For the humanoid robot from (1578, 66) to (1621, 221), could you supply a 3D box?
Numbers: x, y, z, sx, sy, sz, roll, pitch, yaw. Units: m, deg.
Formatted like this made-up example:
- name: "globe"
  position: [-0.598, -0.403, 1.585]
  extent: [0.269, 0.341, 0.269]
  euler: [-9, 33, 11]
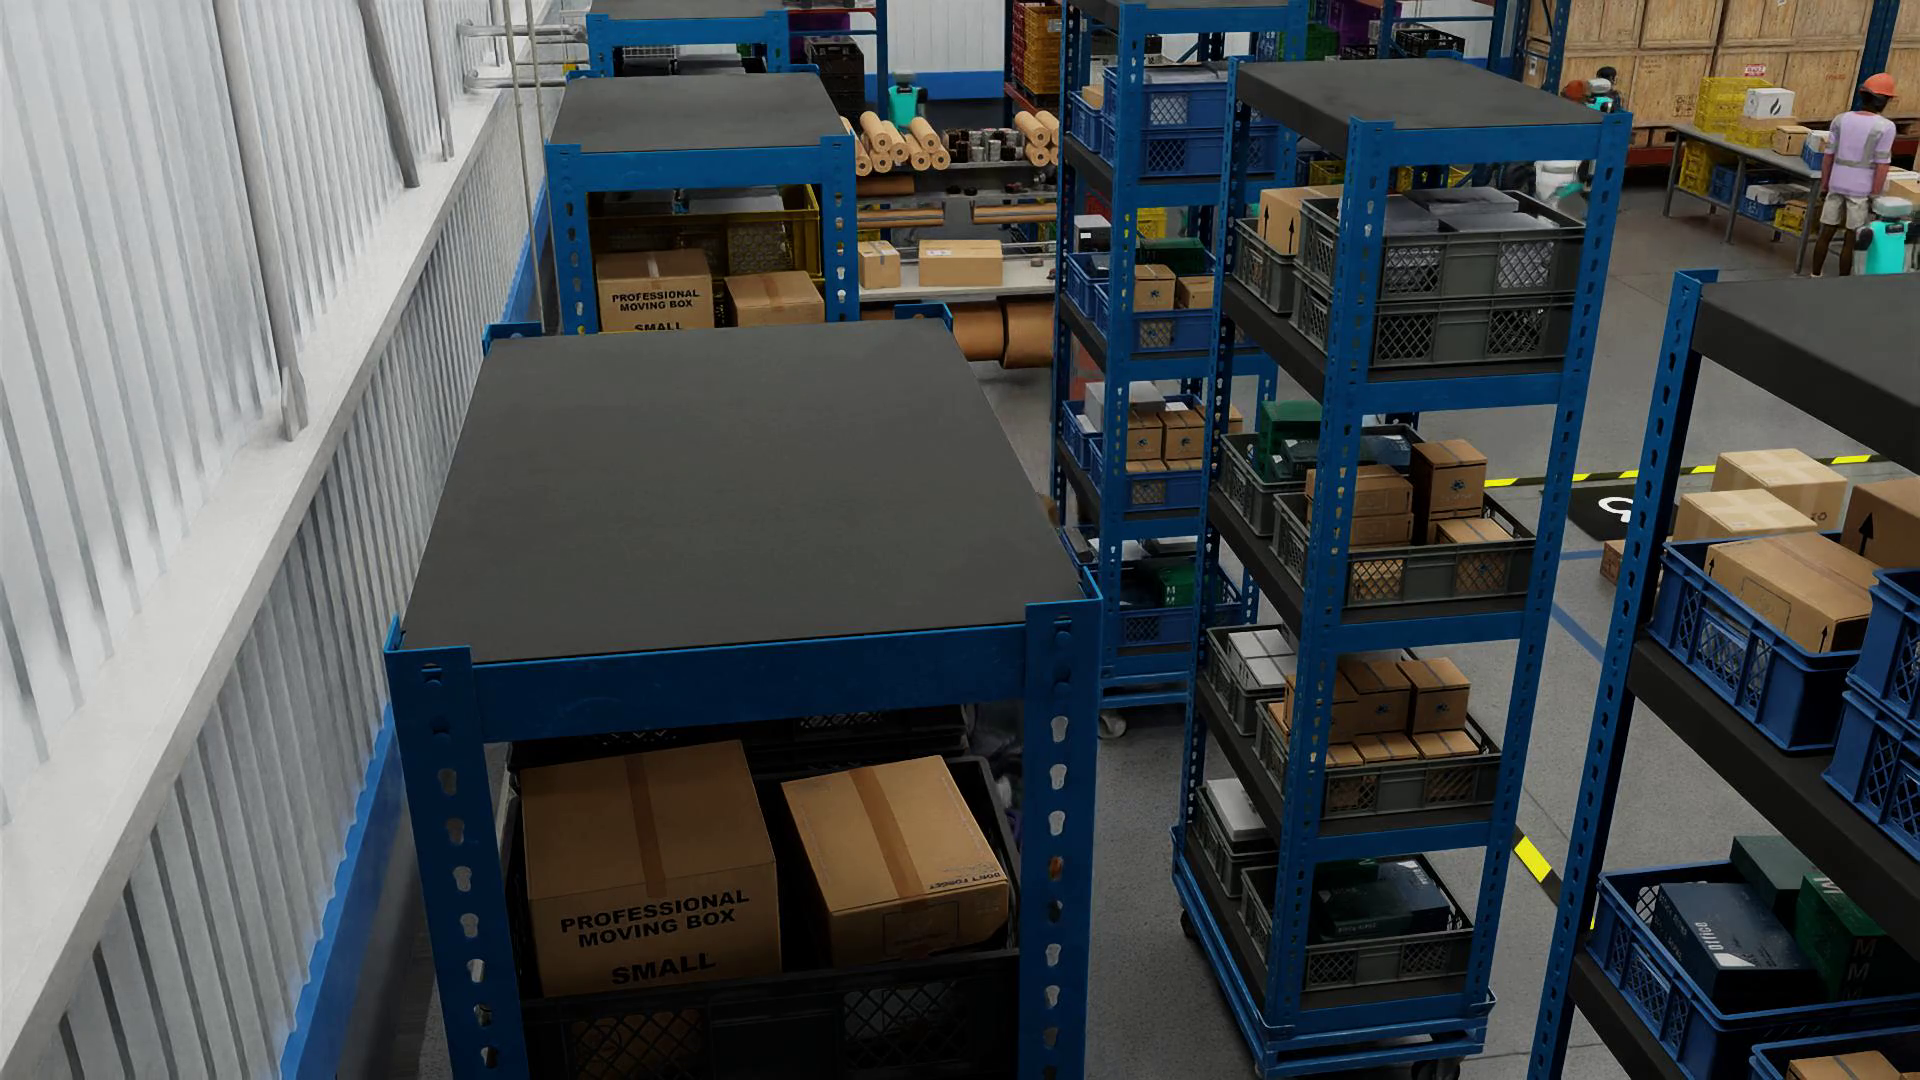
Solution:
- name: "humanoid robot"
  position: [6.873, -4.224, 17.793]
  extent: [0.600, 1.636, 0.352]
  euler: [-19, 31, -35]

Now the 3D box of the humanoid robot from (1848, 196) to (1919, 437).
- name: "humanoid robot"
  position: [6.665, -1.498, 11.804]
  extent: [0.588, 1.755, 0.798]
  euler: [-8, 26, -17]

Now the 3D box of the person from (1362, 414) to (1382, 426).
- name: "person"
  position: [1.820, 0.193, 7.989]
  extent: [0.587, 1.848, 0.396]
  euler: [-2, 25, -4]

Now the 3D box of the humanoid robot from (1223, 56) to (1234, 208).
- name: "humanoid robot"
  position: [2.956, -4.509, 18.407]
  extent: [0.593, 1.653, 0.322]
  euler: [23, 33, 40]

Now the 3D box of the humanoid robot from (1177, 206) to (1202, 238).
- name: "humanoid robot"
  position: [2.296, -3.423, 16.047]
  extent: [0.561, 1.792, 0.938]
  euler: [-10, 27, -21]

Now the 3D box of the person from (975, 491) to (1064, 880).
- name: "person"
  position: [0.101, 0.710, 6.842]
  extent: [0.750, 1.887, 0.640]
  euler: [-20, 32, -37]

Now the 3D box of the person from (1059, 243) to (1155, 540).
- name: "person"
  position: [0.886, -0.870, 10.198]
  extent: [0.643, 1.943, 0.515]
  euler: [5, 25, 10]

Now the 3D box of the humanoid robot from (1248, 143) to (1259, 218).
- name: "humanoid robot"
  position: [2.989, -3.574, 16.449]
  extent: [0.569, 1.897, 0.774]
  euler: [-13, 28, -26]

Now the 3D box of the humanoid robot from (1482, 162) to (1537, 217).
- name: "humanoid robot"
  position: [4.784, -2.788, 14.676]
  extent: [0.344, 1.651, 0.610]
  euler: [-16, 29, -31]

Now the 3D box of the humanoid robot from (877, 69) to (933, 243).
- name: "humanoid robot"
  position: [-0.494, -3.817, 16.842]
  extent: [0.556, 1.766, 0.820]
  euler: [-9, 26, -20]

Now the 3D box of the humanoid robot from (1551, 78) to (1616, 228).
- name: "humanoid robot"
  position: [5.981, -3.686, 16.435]
  extent: [0.728, 1.694, 0.532]
  euler: [-2, 25, -4]

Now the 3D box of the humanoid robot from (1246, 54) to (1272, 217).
- name: "humanoid robot"
  position: [3.181, -4.387, 18.053]
  extent: [0.678, 1.770, 0.531]
  euler: [-14, 28, -28]

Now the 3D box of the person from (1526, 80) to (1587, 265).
- name: "person"
  position: [5.688, -3.451, 15.901]
  extent: [0.628, 1.854, 0.541]
  euler: [-13, 28, -26]

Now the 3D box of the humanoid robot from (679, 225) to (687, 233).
- name: "humanoid robot"
  position: [-2.725, -3.716, 16.712]
  extent: [0.583, 1.638, 0.688]
  euler: [0, 25, 0]

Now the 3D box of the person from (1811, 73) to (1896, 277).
- name: "person"
  position: [8.139, -3.207, 15.159]
  extent: [0.400, 2.035, 0.607]
  euler: [-13, 28, -27]

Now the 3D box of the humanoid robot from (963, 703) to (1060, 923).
- name: "humanoid robot"
  position: [0.078, 1.188, 6.034]
  extent: [0.613, 1.644, 0.379]
  euler: [5, 25, 10]
